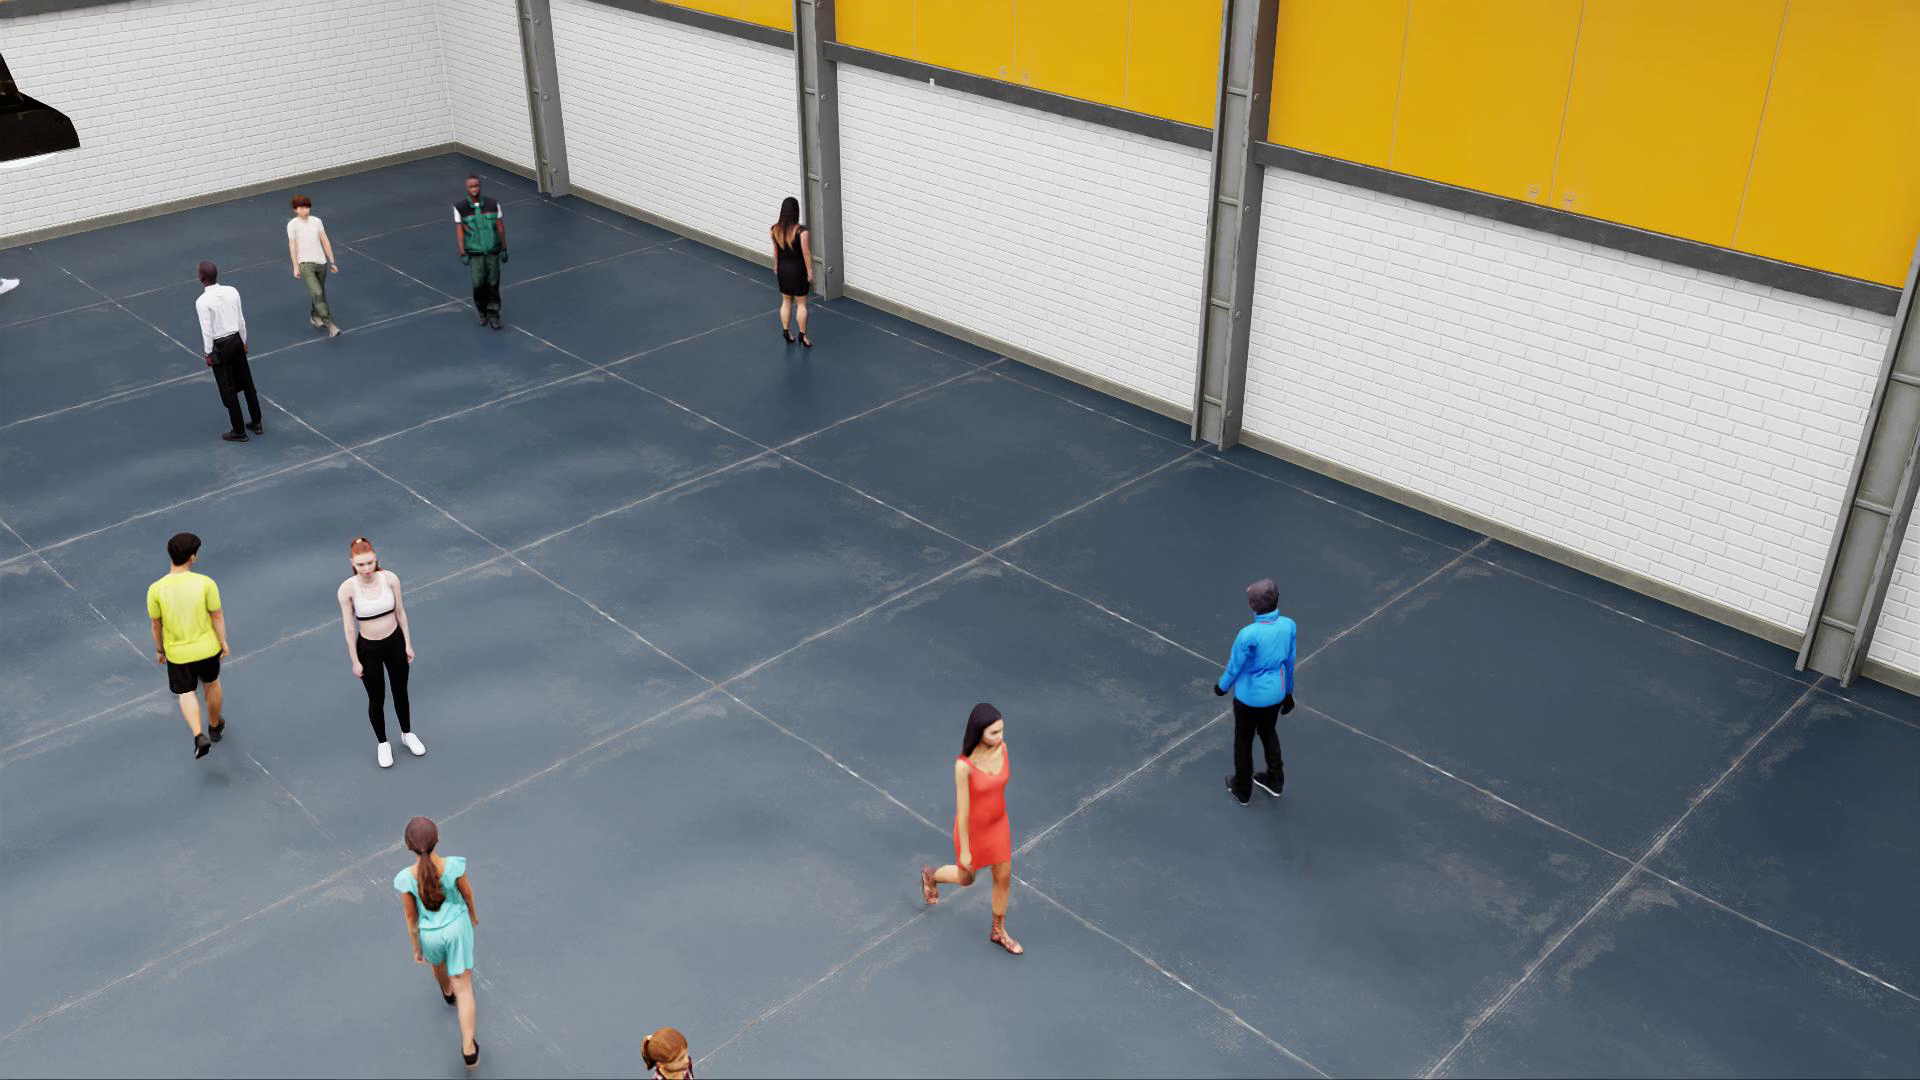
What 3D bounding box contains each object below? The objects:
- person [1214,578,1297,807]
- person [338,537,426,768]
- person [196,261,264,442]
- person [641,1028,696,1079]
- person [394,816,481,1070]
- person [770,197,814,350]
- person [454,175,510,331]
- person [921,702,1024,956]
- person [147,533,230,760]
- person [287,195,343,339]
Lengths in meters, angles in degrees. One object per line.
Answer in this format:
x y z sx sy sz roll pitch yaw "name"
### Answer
2.025 1.078 11.096 0.759 1.787 0.796 -11 31 -20 "person"
-4.075 0.776 11.698 0.619 1.742 0.564 -19 34 -31 "person"
-7.252 -1.875 16.458 0.638 1.837 0.697 14 32 24 "person"
-1.423 2.916 8.233 0.601 1.304 0.591 11 30 19 "person"
-2.854 2.235 9.253 0.885 1.521 1.130 -9 30 -15 "person"
-1.866 -2.984 18.619 0.640 1.714 0.786 14 31 23 "person"
-5.493 -3.332 19.138 0.766 1.828 0.760 -13 31 -22 "person"
0.061 1.713 10.028 0.605 1.695 1.009 -26 38 -38 "person"
-5.406 0.786 11.749 0.821 1.675 1.001 -15 32 -25 "person"
-7.427 -3.148 19.030 0.632 1.609 1.104 -24 37 -37 "person"
